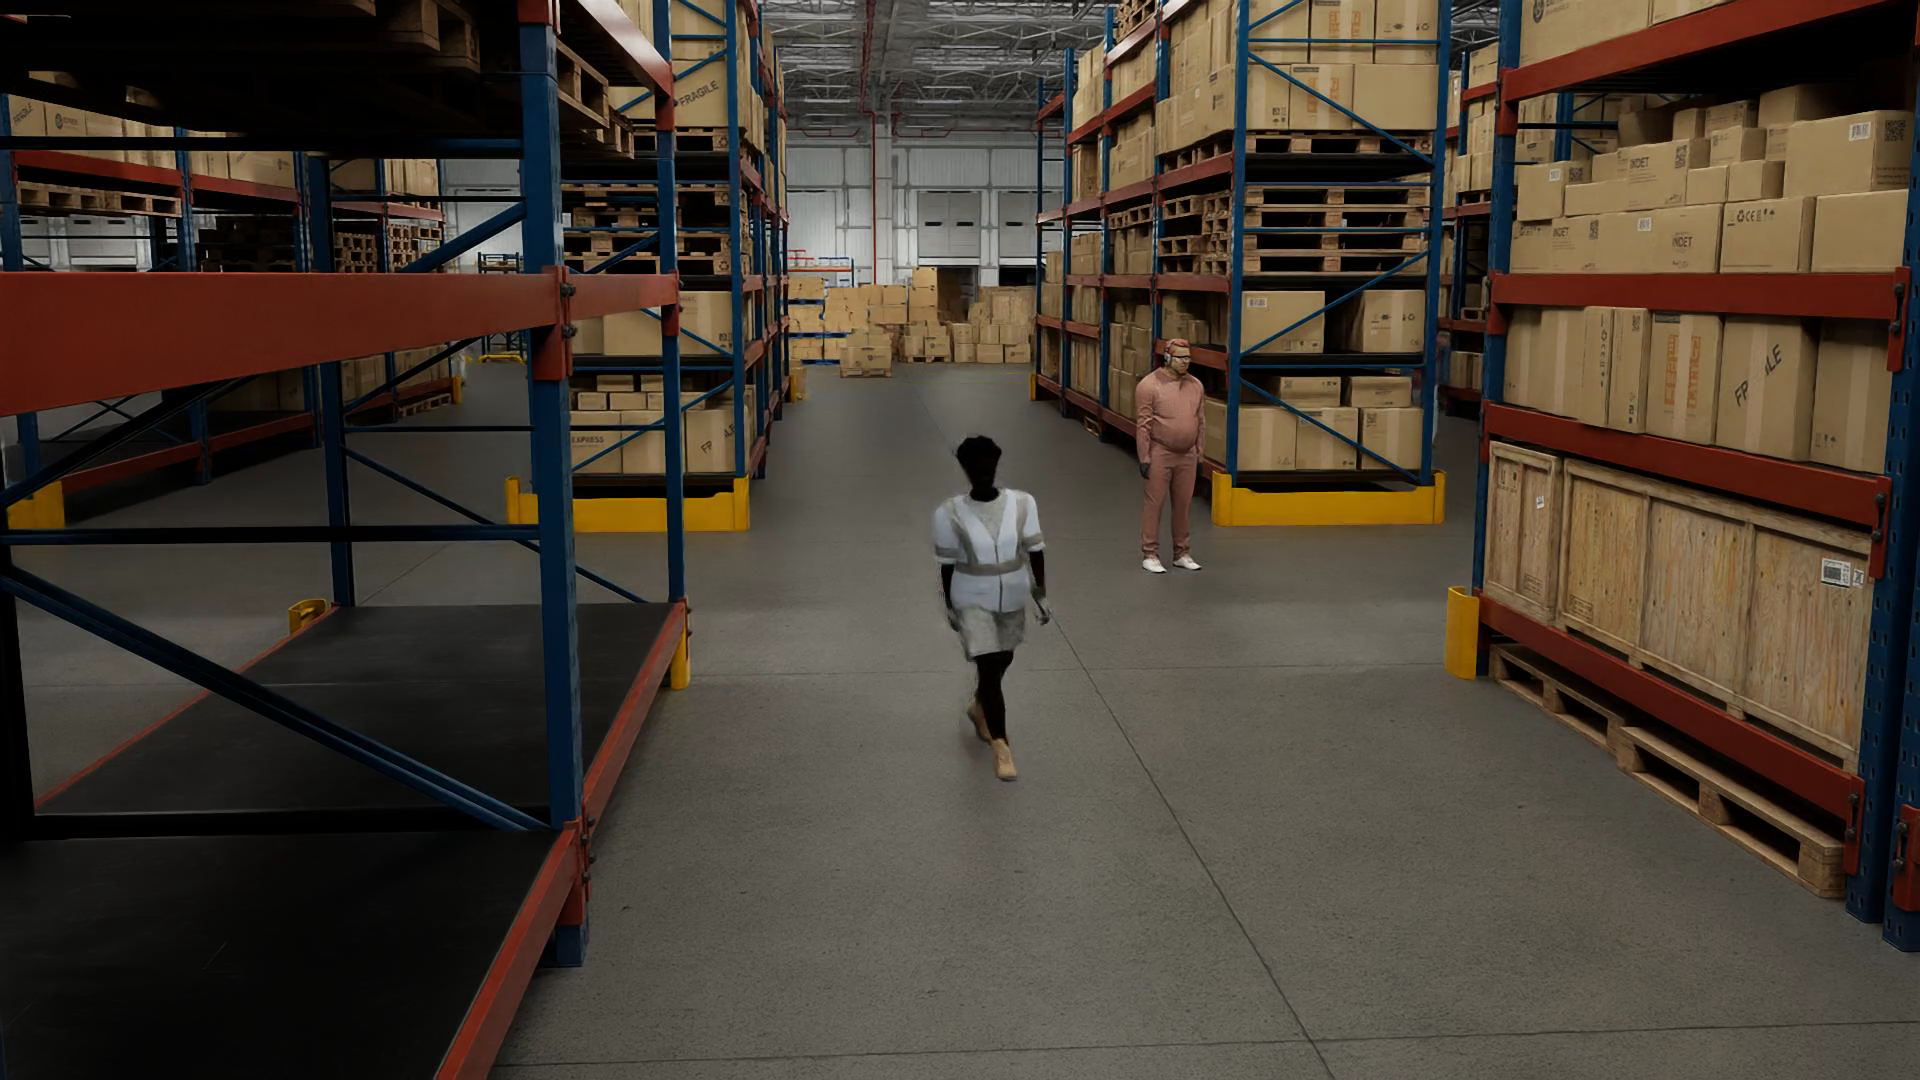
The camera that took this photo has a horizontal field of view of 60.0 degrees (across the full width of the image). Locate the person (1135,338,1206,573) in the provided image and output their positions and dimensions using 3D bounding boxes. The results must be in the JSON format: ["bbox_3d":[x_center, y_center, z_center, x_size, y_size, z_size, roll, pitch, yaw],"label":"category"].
[{"bbox_3d":[1.728,-0.680,13.487,0.642,1.900,0.400,-4,10,-25],"label":"person"}]

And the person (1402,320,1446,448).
[{"bbox_3d":[6.484,-2.186,23.298,0.620,1.797,1.010,1,9,3],"label":"person"}]

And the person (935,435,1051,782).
[{"bbox_3d":[0.123,0.281,8.219,0.532,1.650,0.884,-3,10,-18],"label":"person"}]

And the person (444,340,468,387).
[{"bbox_3d":[-10.912,-4.242,36.028,0.574,1.851,0.902,-4,10,-23],"label":"person"}]

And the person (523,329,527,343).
[{"bbox_3d":[-14.973,-7.715,57.595,0.617,1.914,0.600,1,9,5],"label":"person"}]
